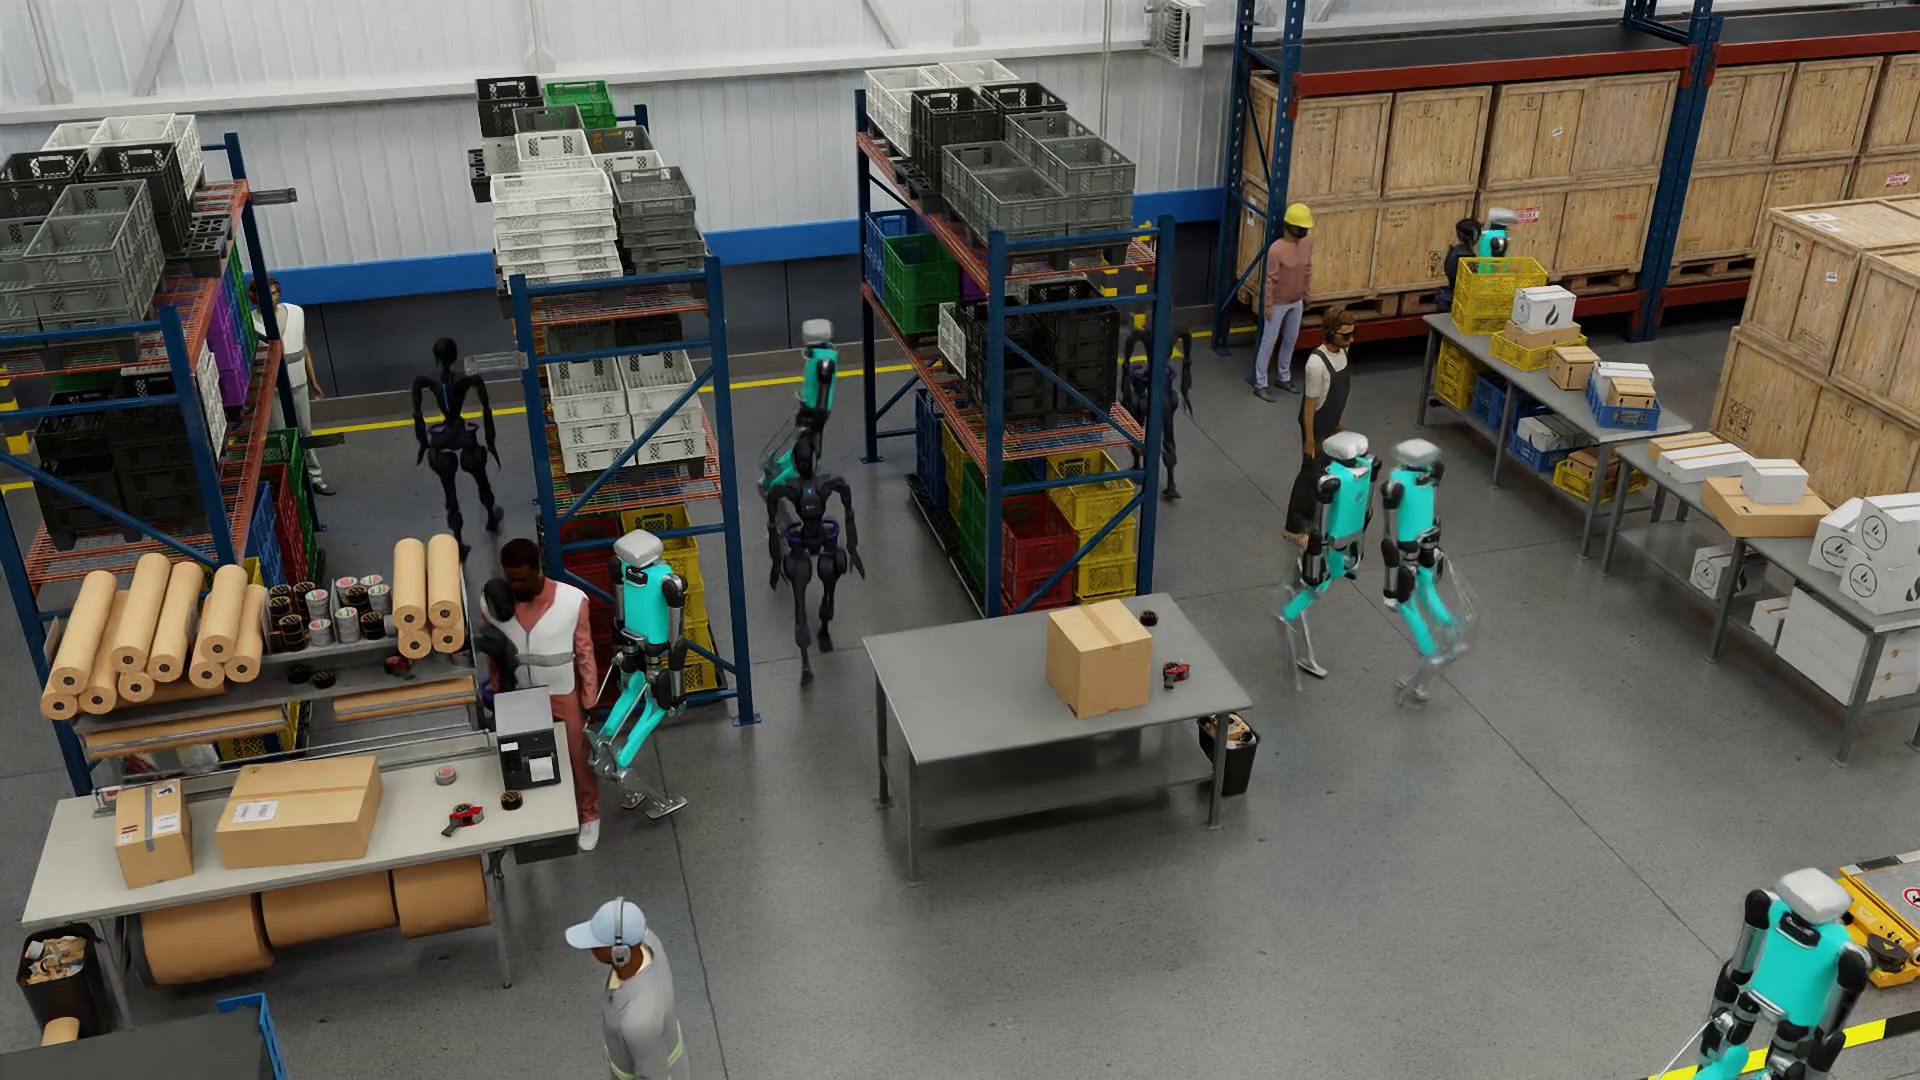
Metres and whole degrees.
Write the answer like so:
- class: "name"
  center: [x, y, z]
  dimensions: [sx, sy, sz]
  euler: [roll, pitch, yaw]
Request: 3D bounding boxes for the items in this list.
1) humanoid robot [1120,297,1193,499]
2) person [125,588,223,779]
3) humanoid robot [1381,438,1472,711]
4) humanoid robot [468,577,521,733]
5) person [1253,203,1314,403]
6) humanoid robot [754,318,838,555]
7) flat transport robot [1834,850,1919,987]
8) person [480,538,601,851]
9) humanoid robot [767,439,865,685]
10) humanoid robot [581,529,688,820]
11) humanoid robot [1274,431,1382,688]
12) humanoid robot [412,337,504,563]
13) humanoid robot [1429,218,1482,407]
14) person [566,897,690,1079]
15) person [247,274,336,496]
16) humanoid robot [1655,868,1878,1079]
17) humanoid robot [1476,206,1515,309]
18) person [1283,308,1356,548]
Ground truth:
- class: "humanoid robot"
  center: [1.506, -1.100, 12.719]
  dimensions: [0.602, 1.630, 0.725]
  euler: [-5, 29, -10]
- class: "person"
  center: [-4.139, 1.033, 8.667]
  dimensions: [0.558, 1.825, 0.635]
  euler: [-10, 30, -18]
- class: "humanoid robot"
  center: [2.864, 0.284, 10.113]
  dimensions: [0.536, 1.771, 0.680]
  euler: [-24, 37, -37]
- class: "humanoid robot"
  center: [-2.361, 0.936, 8.995]
  dimensions: [0.604, 1.653, 0.365]
  euler: [-22, 35, -34]
- class: "person"
  center: [2.829, -2.055, 14.356]
  dimensions: [0.530, 1.760, 0.339]
  euler: [-18, 34, -30]
- class: "humanoid robot"
  center: [-1.255, -0.698, 11.916]
  dimensions: [0.804, 1.793, 0.530]
  euler: [-6, 29, -11]
- class: "flat transport robot"
  center: [5.163, 1.916, 8.676]
  dimensions: [1.431, 0.231, 0.659]
  euler: [-8, 30, -14]
- class: "person"
  center: [-2.237, 0.816, 8.980]
  dimensions: [0.590, 1.909, 0.415]
  euler: [2, 29, 3]
- class: "humanoid robot"
  center: [-0.908, 0.110, 10.544]
  dimensions: [0.614, 1.625, 0.767]
  euler: [-5, 29, -9]
- class: "humanoid robot"
  center: [-1.821, 0.808, 9.027]
  dimensions: [0.533, 1.677, 0.735]
  euler: [20, 35, 32]
- class: "humanoid robot"
  center: [2.205, 0.126, 10.466]
  dimensions: [0.536, 1.858, 0.660]
  euler: [-22, 36, -35]
- class: "humanoid robot"
  center: [-3.634, -0.709, 12.010]
  dimensions: [0.599, 1.637, 0.694]
  euler: [-2, 29, -4]
- class: "humanoid robot"
  center: [4.239, -1.952, 14.243]
  dimensions: [0.329, 1.650, 0.590]
  euler: [4, 29, 8]
- class: "person"
  center: [-1.269, 2.155, 6.596]
  dimensions: [0.398, 1.852, 0.589]
  euler: [-6, 29, -10]
- class: "person"
  center: [-5.138, -1.148, 12.611]
  dimensions: [0.390, 1.847, 0.562]
  euler: [22, 35, 34]
- class: "humanoid robot"
  center: [3.112, 2.156, 6.704]
  dimensions: [0.898, 1.753, 0.539]
  euler: [-14, 32, -24]
- class: "humanoid robot"
  center: [4.664, -1.956, 14.184]
  dimensions: [0.669, 1.790, 0.538]
  euler: [1, 29, 2]
- class: "person"
  center: [2.617, -0.814, 12.020]
  dimensions: [0.336, 1.838, 0.505]
  euler: [19, 34, 30]
